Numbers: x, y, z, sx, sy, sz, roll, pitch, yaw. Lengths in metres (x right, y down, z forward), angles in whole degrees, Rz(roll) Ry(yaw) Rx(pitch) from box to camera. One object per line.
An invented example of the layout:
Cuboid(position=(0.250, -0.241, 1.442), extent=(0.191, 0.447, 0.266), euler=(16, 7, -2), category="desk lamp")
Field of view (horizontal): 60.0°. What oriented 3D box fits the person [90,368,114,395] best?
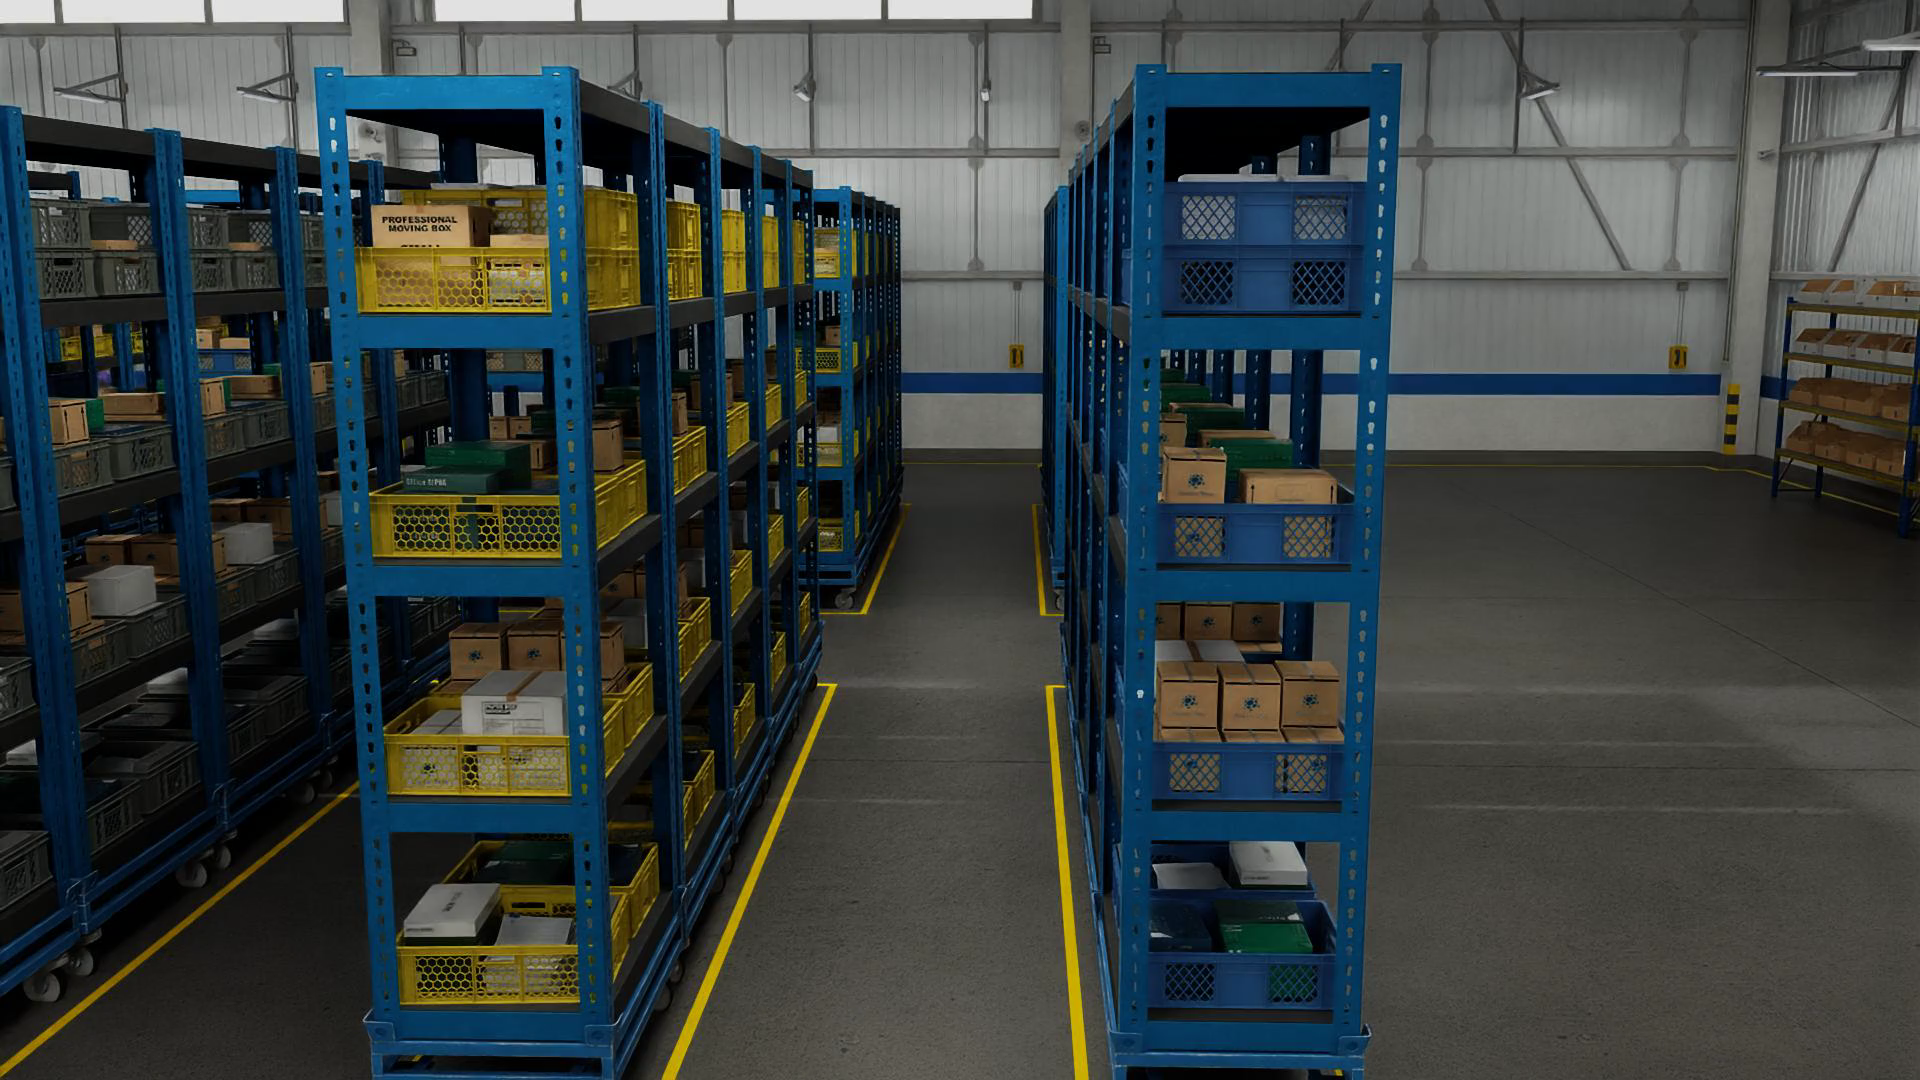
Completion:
Cuboid(position=(-11.103, -1.573, 21.716), extent=(0.645, 1.828, 0.567), euler=(-2, 10, -9), category="person")
